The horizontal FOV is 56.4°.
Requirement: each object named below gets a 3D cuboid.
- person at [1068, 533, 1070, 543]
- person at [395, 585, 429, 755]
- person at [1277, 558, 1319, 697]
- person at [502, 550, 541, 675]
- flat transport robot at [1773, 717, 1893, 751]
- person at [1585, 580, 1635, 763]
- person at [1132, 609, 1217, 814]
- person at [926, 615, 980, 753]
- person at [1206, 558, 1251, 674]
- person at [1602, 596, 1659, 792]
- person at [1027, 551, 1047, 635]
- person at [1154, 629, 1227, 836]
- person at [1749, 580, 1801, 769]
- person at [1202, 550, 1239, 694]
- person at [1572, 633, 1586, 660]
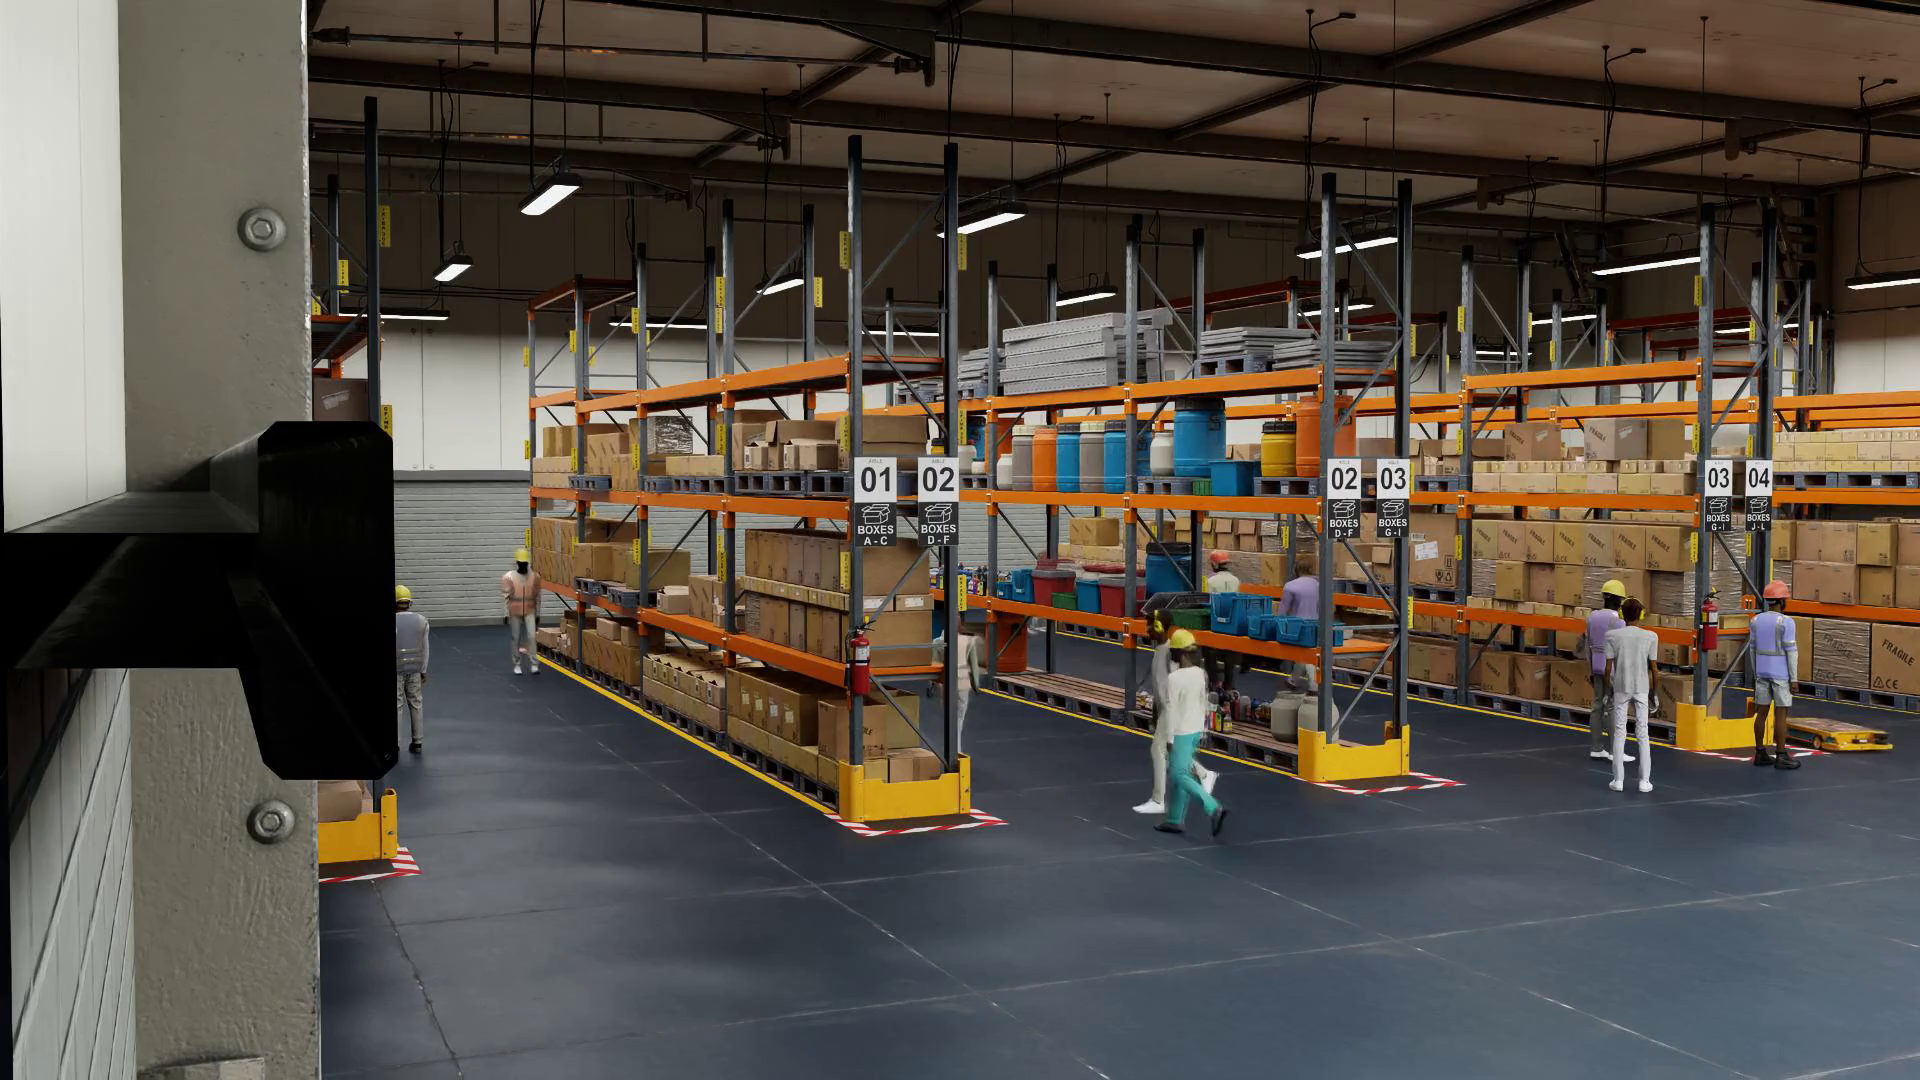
[{"bbox_3d":[2.364,0.779,35.393,0.747,1.879,0.644,-1,2,-18],"label":"person"},{"bbox_3d":[-6.071,1.408,19.493,0.590,1.833,0.404,-2,3,-43],"label":"person"},{"bbox_3d":[4.626,1.191,24.484,0.648,1.877,1.033,-1,3,-29],"label":"person"},{"bbox_3d":[-6.561,1.098,26.898,0.605,1.889,0.926,-1,2,-24],"label":"person"},{"bbox_3d":[9.734,2.172,20.168,0.652,0.197,1.431,0,2,-9],"label":"flat transport robot"},{"bbox_3d":[6.902,1.383,19.014,0.378,1.922,0.585,-1,2,-24],"label":"person"},{"bbox_3d":[1.951,1.536,16.243,0.749,1.837,0.578,0,2,-6],"label":"person"},{"bbox_3d":[-0.095,1.551,18.796,0.548,1.593,0.856,-1,2,-21],"label":"person"},{"bbox_3d":[4.065,1.097,27.322,0.685,1.860,0.628,-1,2,-21],"label":"person"},{"bbox_3d":[6.454,1.474,17.236,0.520,1.876,0.326,1,2,18],"label":"person"},{"bbox_3d":[1.534,1.000,33.256,0.515,1.593,0.836,-1,2,-24],"label":"person"},{"bbox_3d":[1.940,1.623,15.050,0.713,1.746,0.528,2,3,39],"label":"person"},{"bbox_3d":[8.474,1.388,18.614,0.354,1.942,0.545,-1,2,-26],"label":"person"},{"bbox_3d":[3.606,1.128,24.814,0.611,1.979,0.505,-1,3,-29],"label":"person"},{"bbox_3d":[8.554,1.314,24.166,0.538,1.659,0.853,-1,3,-30],"label":"person"}]
